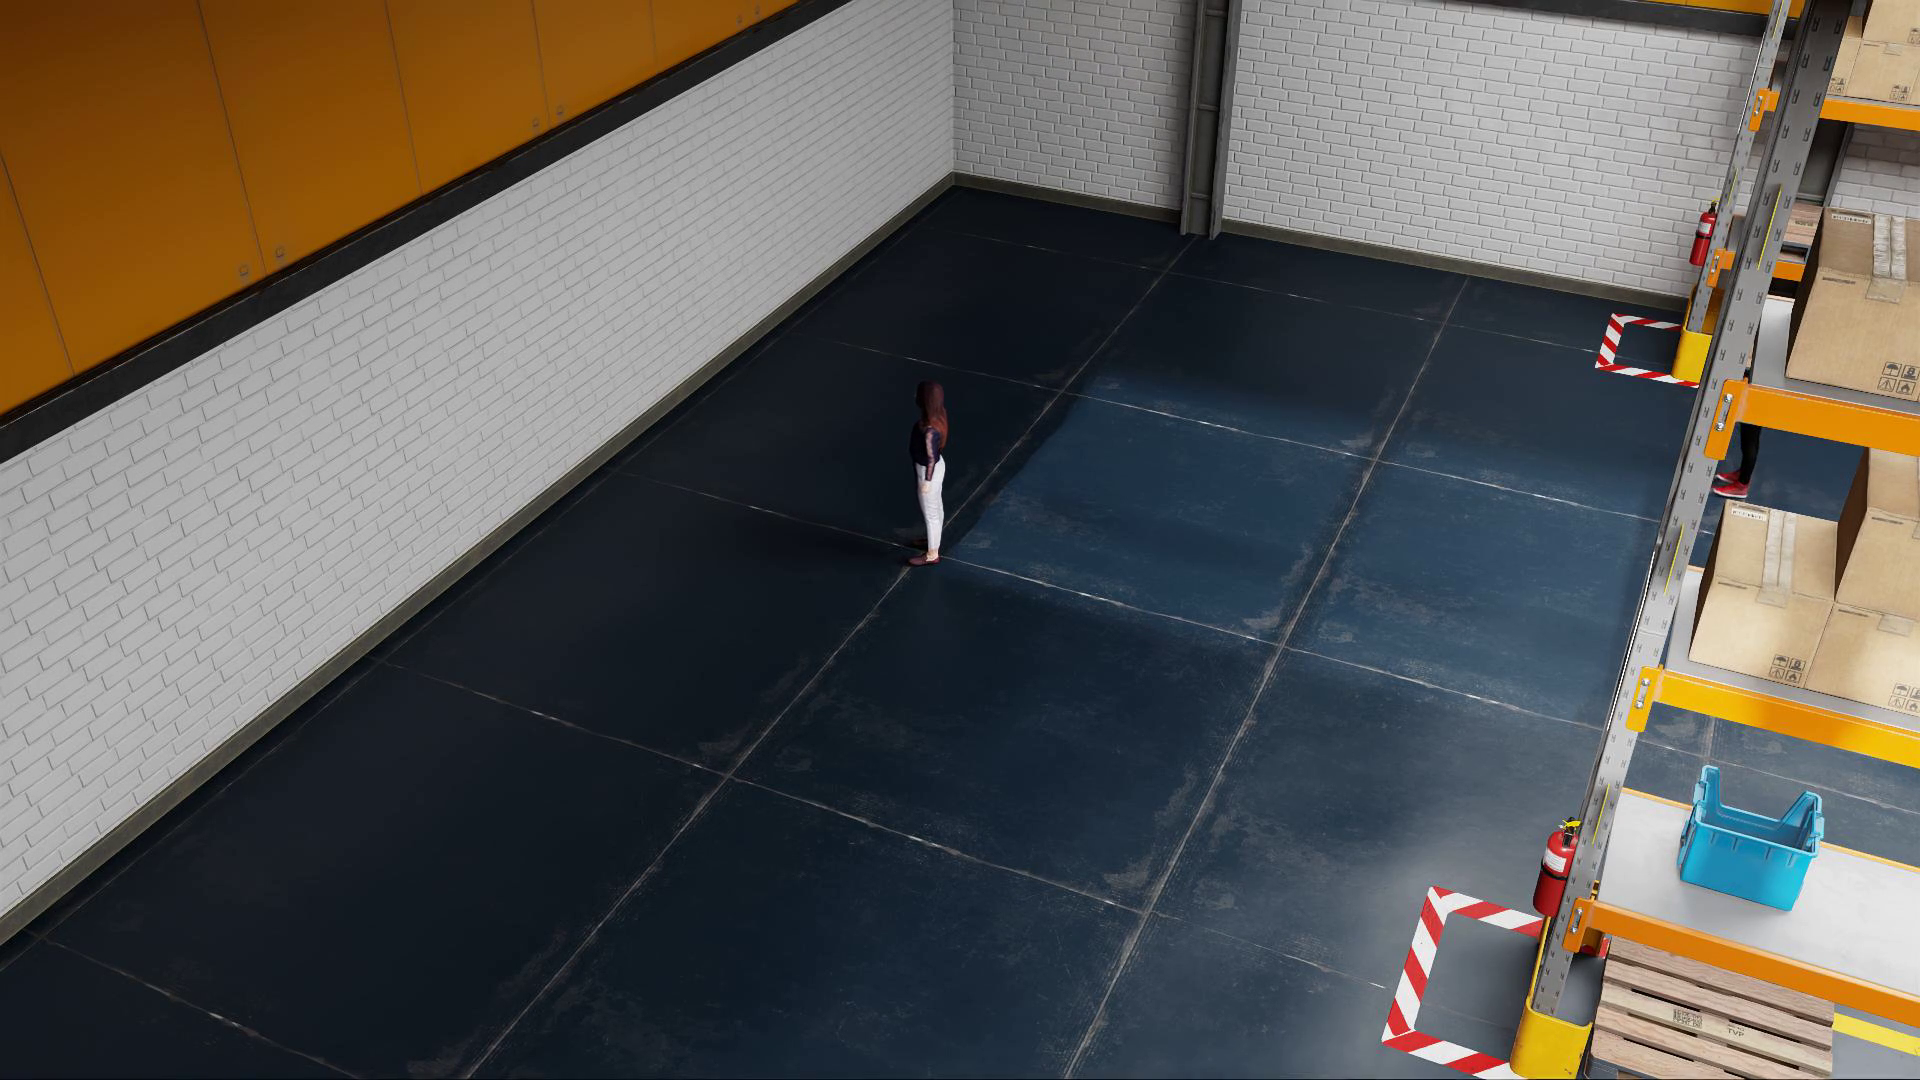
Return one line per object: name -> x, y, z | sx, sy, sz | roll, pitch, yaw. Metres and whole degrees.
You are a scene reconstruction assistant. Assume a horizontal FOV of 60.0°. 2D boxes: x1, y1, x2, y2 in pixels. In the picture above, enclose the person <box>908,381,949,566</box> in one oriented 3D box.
person -> -0.255, -0.534, 13.012 | 0.654, 1.608, 0.667 | 3, 34, 4
